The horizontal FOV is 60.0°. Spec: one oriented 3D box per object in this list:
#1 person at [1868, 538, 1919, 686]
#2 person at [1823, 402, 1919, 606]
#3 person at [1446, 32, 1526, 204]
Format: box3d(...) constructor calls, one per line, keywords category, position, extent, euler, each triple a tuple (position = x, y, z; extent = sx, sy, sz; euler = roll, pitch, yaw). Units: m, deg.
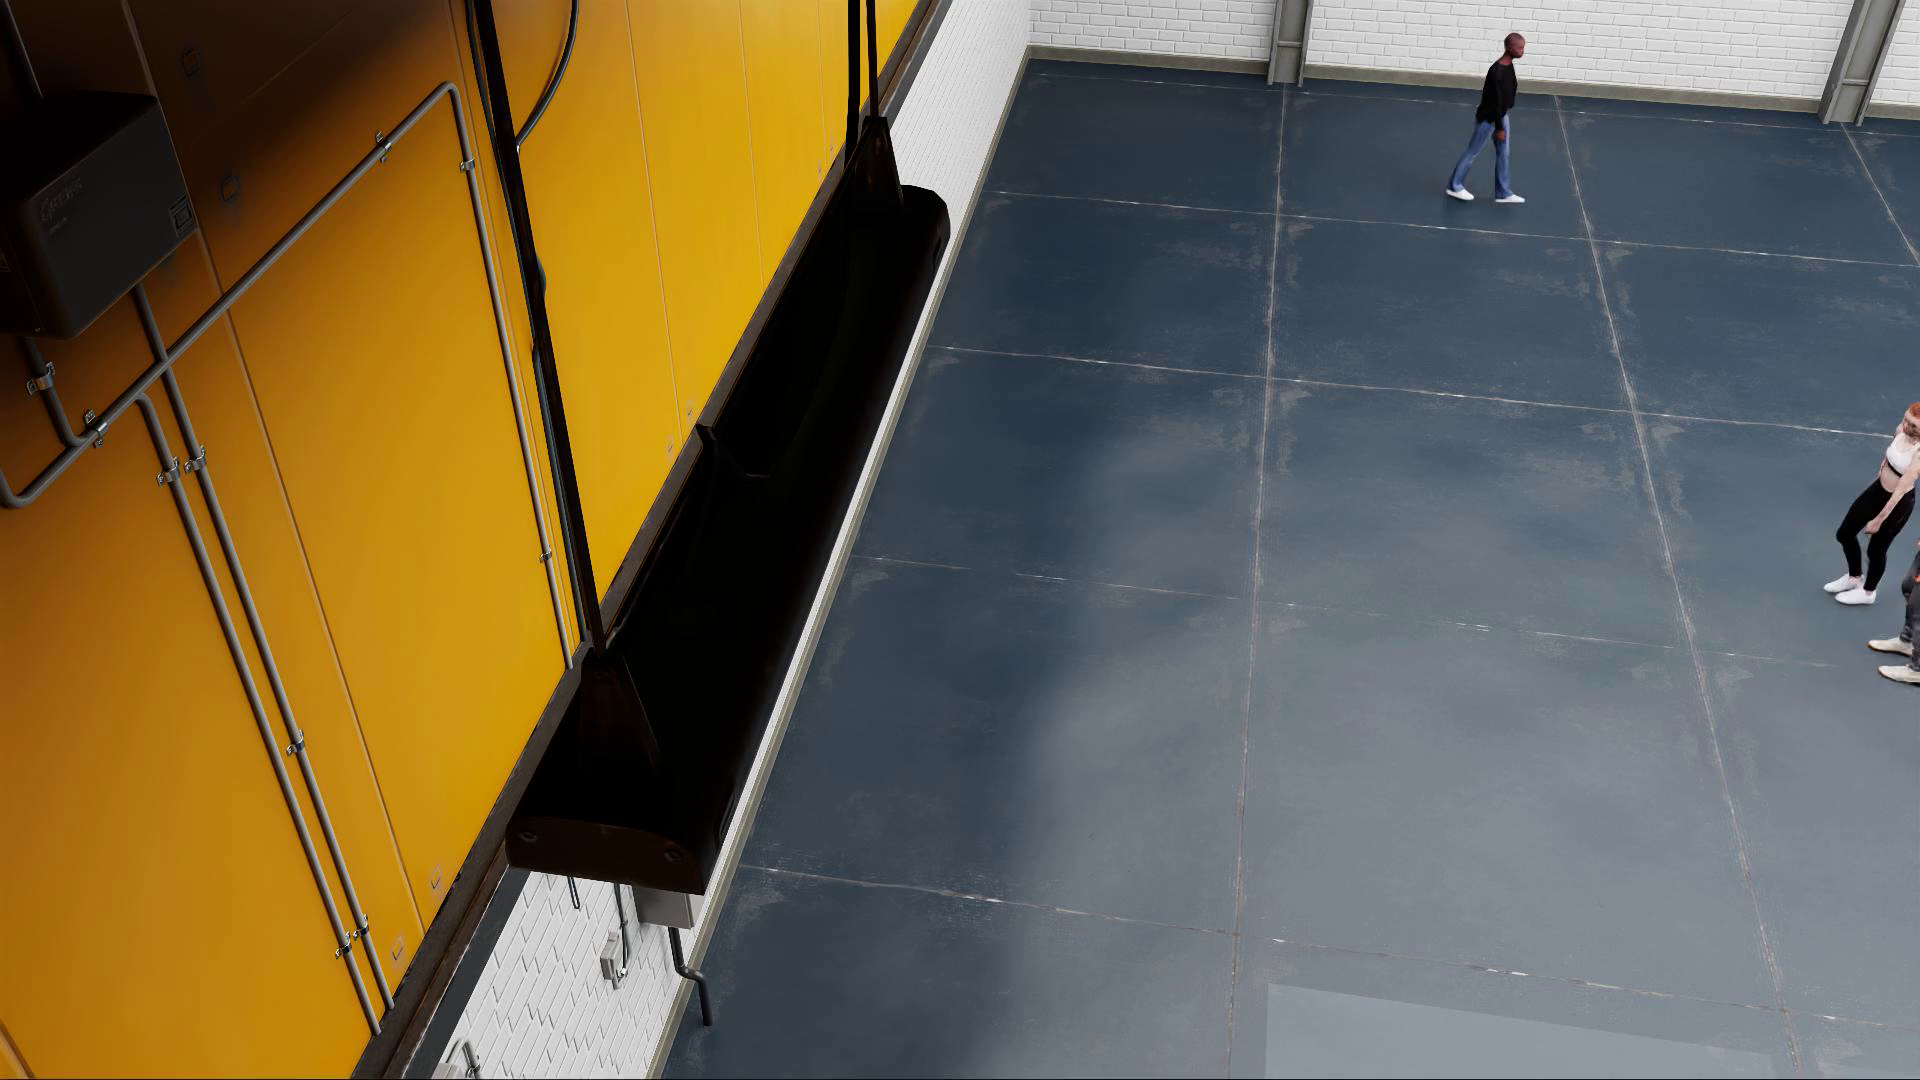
box3d(category="person", position=(6.479, 0.096, 10.818), extent=(0.716, 1.869, 0.765), euler=(13, 40, 15))
box3d(category="person", position=(6.425, -0.238, 11.345), extent=(0.677, 1.734, 0.658), euler=(0, 39, 0))
box3d(category="person", position=(5.083, -4.101, 16.197), extent=(1.092, 1.715, 0.887), euler=(26, 45, 29))
